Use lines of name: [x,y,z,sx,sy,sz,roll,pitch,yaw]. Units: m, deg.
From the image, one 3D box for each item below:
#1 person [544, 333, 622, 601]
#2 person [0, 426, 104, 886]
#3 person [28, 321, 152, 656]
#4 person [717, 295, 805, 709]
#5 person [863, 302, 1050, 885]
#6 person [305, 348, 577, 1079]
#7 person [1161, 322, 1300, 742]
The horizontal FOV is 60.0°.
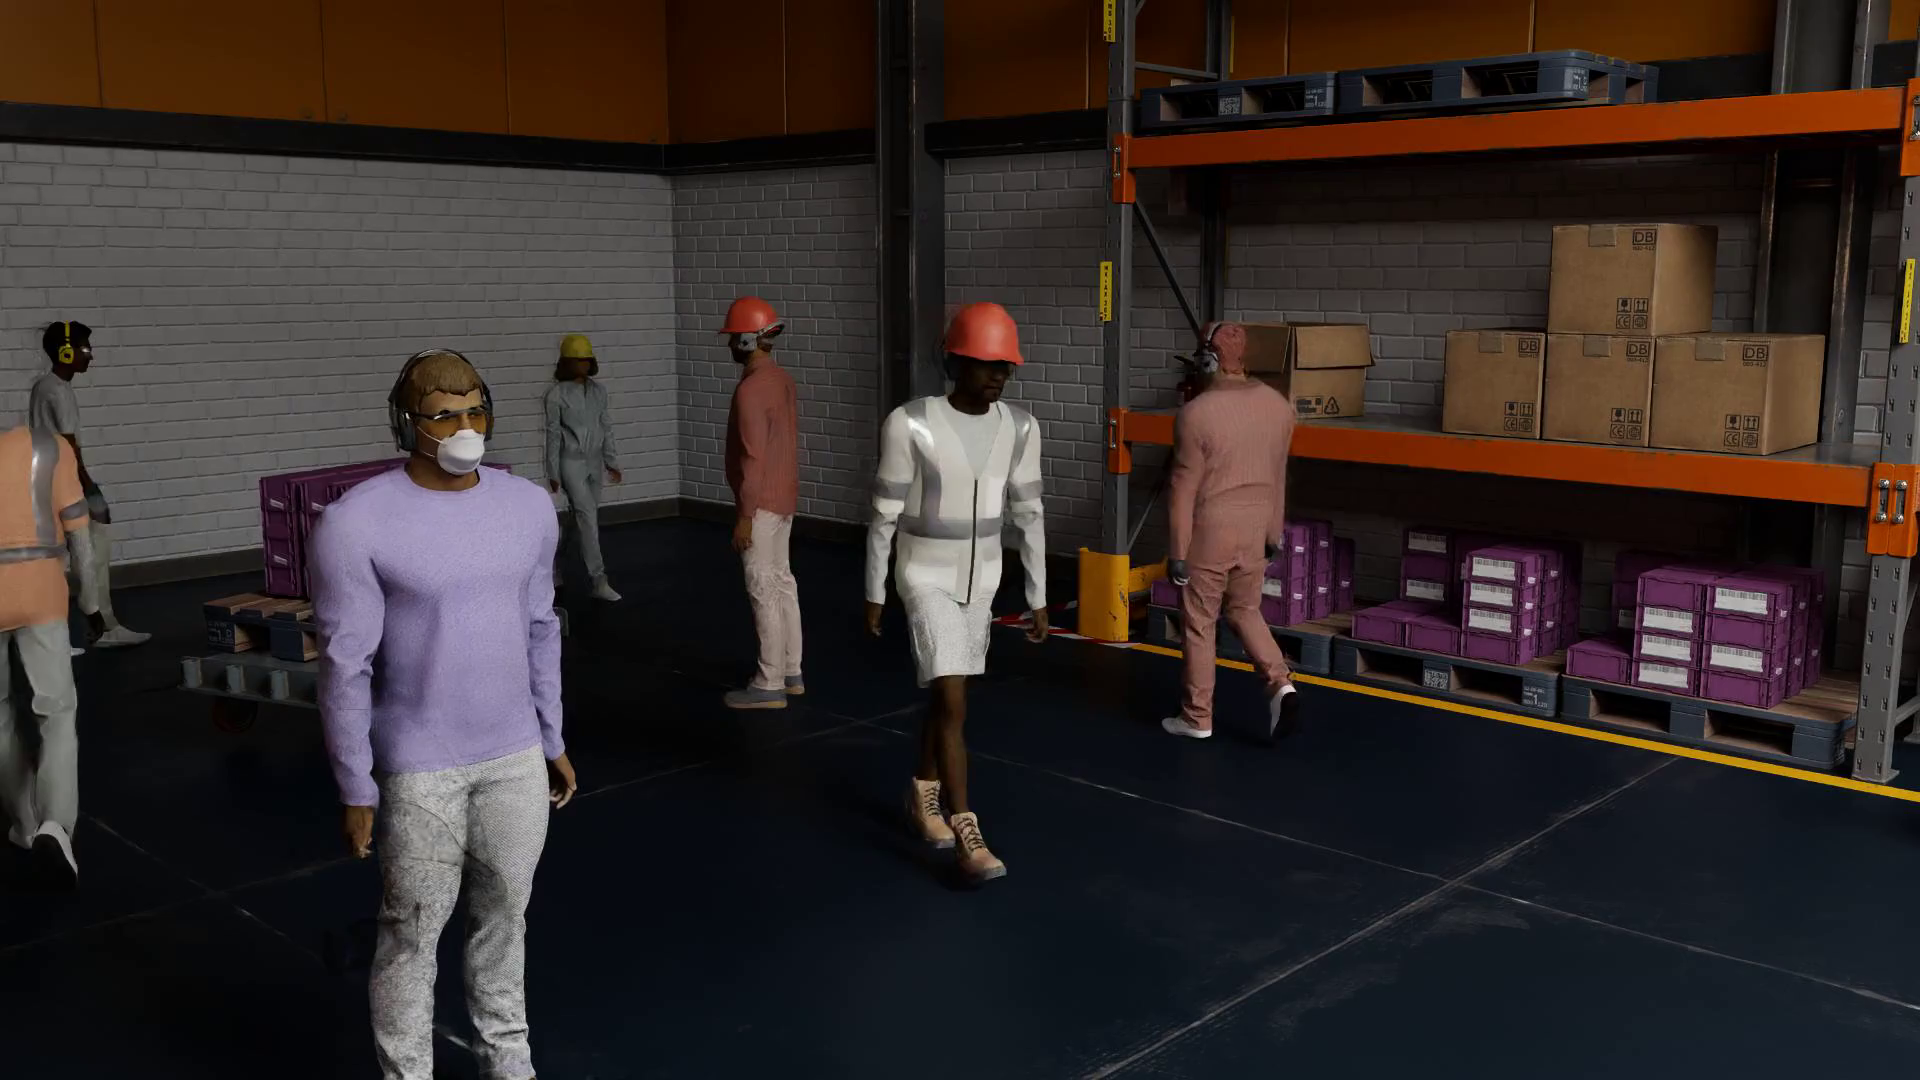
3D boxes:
person: [-2.516,-0.491,10.818,0.819,1.713,0.488,6,11,32]
person: [-3.306,0.255,5.761,0.620,1.876,0.854,-5,11,-30]
person: [-4.794,-0.263,9.078,0.787,1.833,0.498,-5,10,-27]
person: [-0.971,-0.181,8.067,0.397,1.991,0.623,2,9,11]
person: [0.048,0.182,5.820,0.629,1.992,0.988,-6,11,-31]
person: [-1.185,0.522,3.920,0.360,1.938,0.635,8,12,40]
person: [1.179,-0.010,7.313,0.663,1.890,0.639,-6,11,-31]
